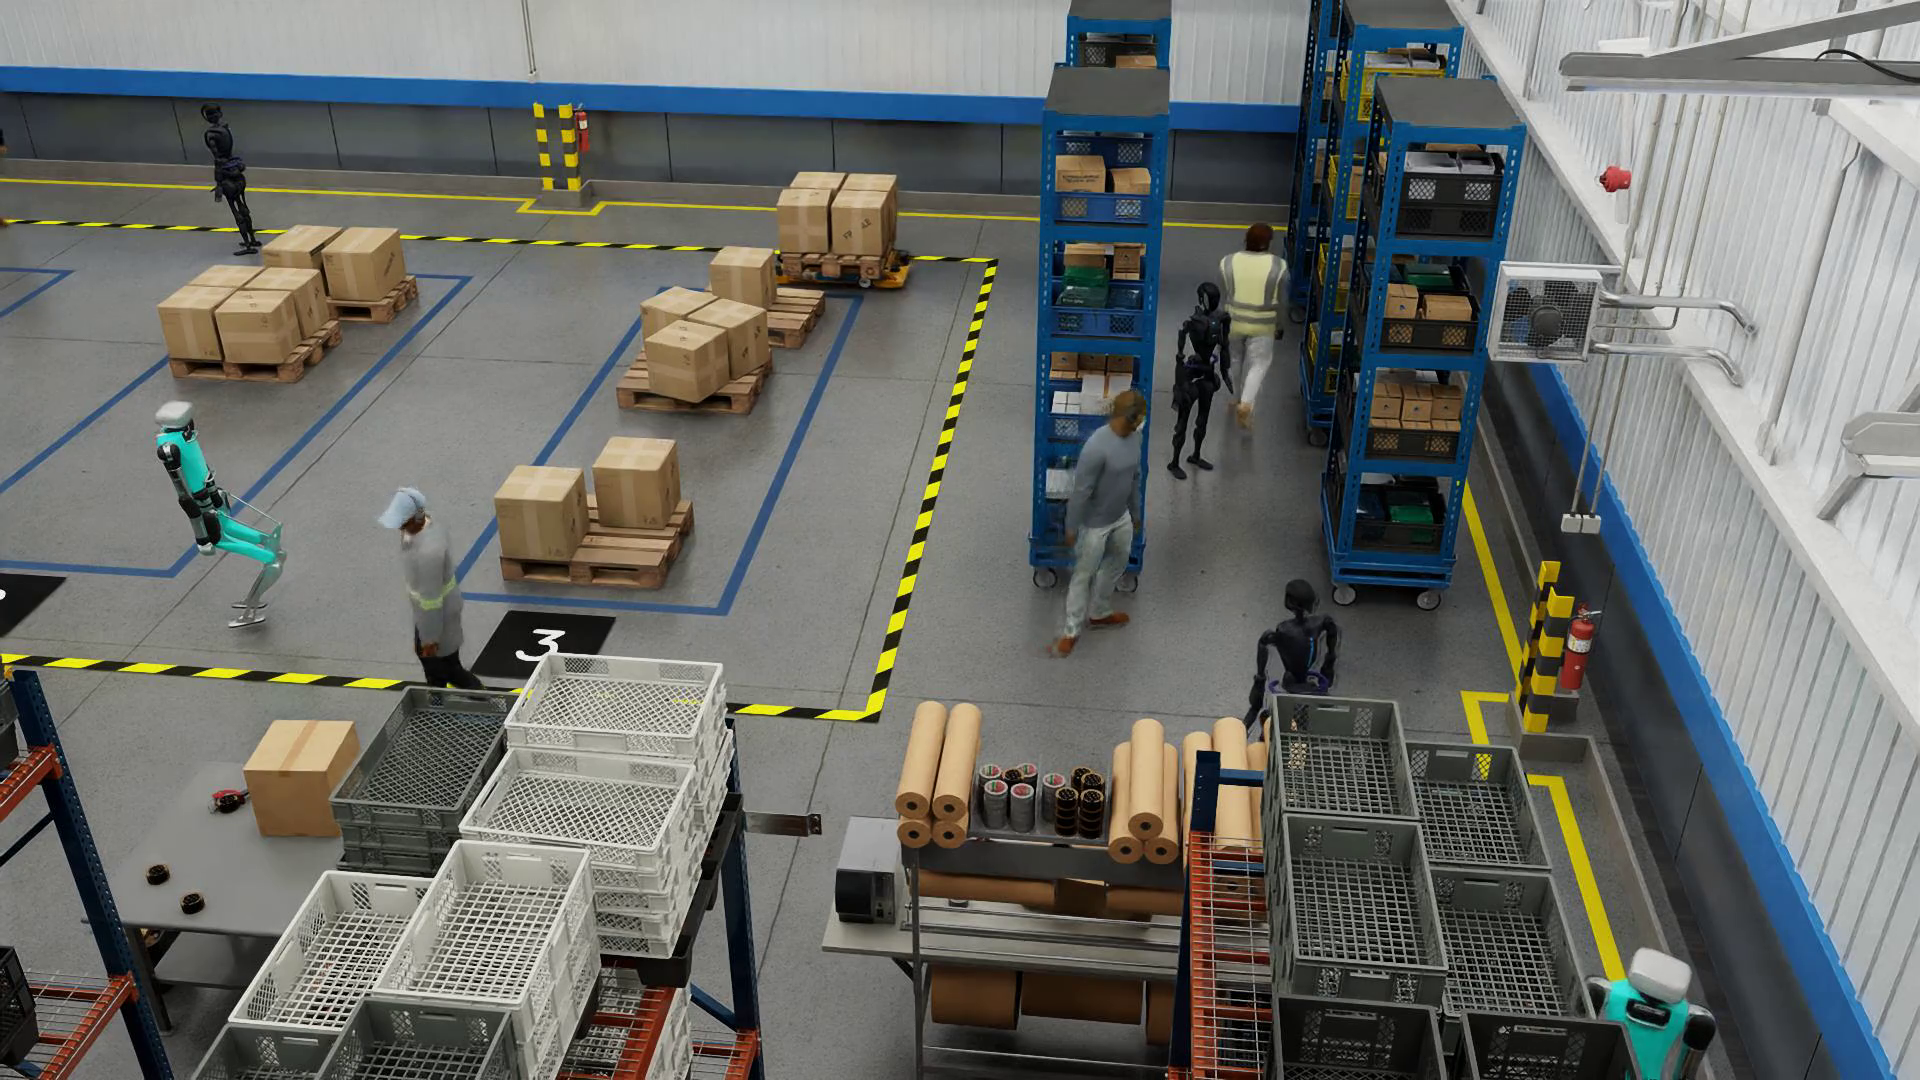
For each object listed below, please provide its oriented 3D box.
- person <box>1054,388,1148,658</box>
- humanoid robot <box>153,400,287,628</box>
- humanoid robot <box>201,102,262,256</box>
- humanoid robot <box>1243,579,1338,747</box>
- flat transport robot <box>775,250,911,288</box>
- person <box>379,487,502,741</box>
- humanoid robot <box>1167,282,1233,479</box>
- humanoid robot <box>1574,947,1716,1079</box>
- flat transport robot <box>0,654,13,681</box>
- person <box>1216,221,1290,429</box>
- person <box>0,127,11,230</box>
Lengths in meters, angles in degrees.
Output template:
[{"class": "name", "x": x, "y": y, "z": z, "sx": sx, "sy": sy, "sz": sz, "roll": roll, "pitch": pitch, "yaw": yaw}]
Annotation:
[{"class": "person", "x": 0.945, "y": -0.109, "z": 11.257, "sx": 0.371, "sy": 1.899, "sz": 0.784, "roll": 24, "pitch": 38, "yaw": 35}, {"class": "humanoid robot", "x": -4.968, "y": -0.184, "z": 11.397, "sx": 0.735, "sy": 1.677, "sz": 0.533, "roll": -5, "pitch": 31, "yaw": -9}, {"class": "humanoid robot", "x": -7.913, "y": -3.918, "z": 17.992, "sx": 0.315, "sy": 1.653, "sz": 0.599, "roll": -3, "pitch": 30, "yaw": -4}, {"class": "humanoid robot", "x": 1.933, "y": 0.930, "z": 9.710, "sx": 0.586, "sy": 1.624, "sz": 0.777, "roll": -12, "pitch": 32, "yaw": -20}, {"class": "flat transport robot", "x": -1.274, "y": -2.913, "z": 17.649, "sx": 1.431, "sy": 0.197, "sz": 0.652, "roll": 3, "pitch": 30, "yaw": 6}, {"class": "person", "x": -3.282, "y": 0.432, "z": 10.409, "sx": 0.529, "sy": 1.835, "sz": 0.652, "roll": -13, "pitch": 33, "yaw": -21}, {"class": "humanoid robot", "x": 1.956, "y": -1.311, "z": 13.511, "sx": 0.599, "sy": 1.657, "sz": 0.315, "roll": -18, "pitch": 35, "yaw": -28}, {"class": "humanoid robot", "x": 2.663, "y": 2.560, "z": 6.821, "sx": 0.551, "sy": 1.712, "sz": 0.987, "roll": 11, "pitch": 32, "yaw": 19}, {"class": "flat transport robot", "x": -7.142, "y": 0.969, "z": 11.010, "sx": 1.431, "sy": 0.231, "sz": 0.659, "roll": 3, "pitch": 30, "yaw": 6}, {"class": "person", "x": 2.482, "y": -1.840, "z": 14.301, "sx": 0.629, "sy": 1.815, "sz": 0.704, "roll": 11, "pitch": 32, "yaw": 18}, {"class": "person", "x": -11.167, "y": -4.488, "z": 18.816, "sx": 0.767, "sy": 1.850, "sz": 0.619, "roll": 23, "pitch": 38, "yaw": 34}]
